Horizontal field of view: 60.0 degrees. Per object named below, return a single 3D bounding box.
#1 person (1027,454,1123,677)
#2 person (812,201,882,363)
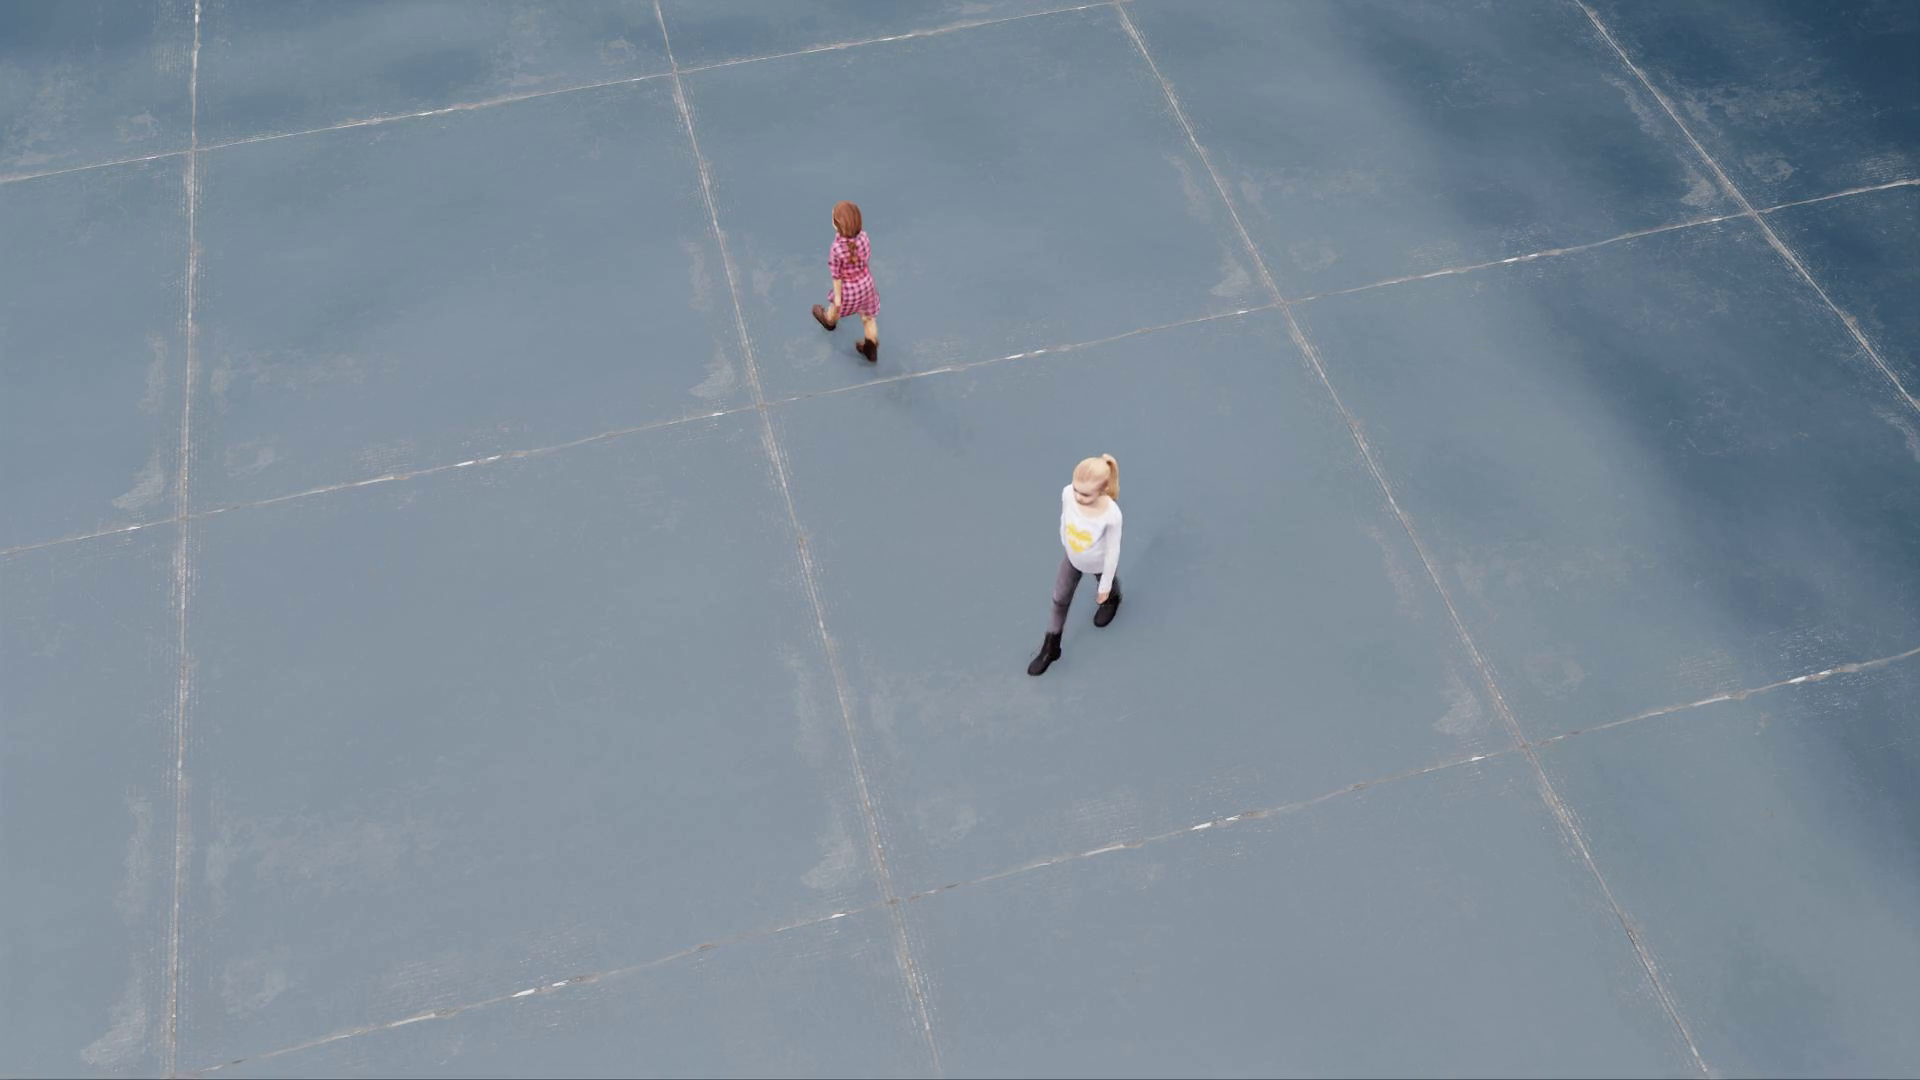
[{"bbox_3d":[0.634,0.044,7.575,0.875,1.247,0.903,29,58,20],"label":"person"},{"bbox_3d":[-0.544,-1.341,8.803,0.614,1.001,0.773,-35,60,-24],"label":"person"}]
